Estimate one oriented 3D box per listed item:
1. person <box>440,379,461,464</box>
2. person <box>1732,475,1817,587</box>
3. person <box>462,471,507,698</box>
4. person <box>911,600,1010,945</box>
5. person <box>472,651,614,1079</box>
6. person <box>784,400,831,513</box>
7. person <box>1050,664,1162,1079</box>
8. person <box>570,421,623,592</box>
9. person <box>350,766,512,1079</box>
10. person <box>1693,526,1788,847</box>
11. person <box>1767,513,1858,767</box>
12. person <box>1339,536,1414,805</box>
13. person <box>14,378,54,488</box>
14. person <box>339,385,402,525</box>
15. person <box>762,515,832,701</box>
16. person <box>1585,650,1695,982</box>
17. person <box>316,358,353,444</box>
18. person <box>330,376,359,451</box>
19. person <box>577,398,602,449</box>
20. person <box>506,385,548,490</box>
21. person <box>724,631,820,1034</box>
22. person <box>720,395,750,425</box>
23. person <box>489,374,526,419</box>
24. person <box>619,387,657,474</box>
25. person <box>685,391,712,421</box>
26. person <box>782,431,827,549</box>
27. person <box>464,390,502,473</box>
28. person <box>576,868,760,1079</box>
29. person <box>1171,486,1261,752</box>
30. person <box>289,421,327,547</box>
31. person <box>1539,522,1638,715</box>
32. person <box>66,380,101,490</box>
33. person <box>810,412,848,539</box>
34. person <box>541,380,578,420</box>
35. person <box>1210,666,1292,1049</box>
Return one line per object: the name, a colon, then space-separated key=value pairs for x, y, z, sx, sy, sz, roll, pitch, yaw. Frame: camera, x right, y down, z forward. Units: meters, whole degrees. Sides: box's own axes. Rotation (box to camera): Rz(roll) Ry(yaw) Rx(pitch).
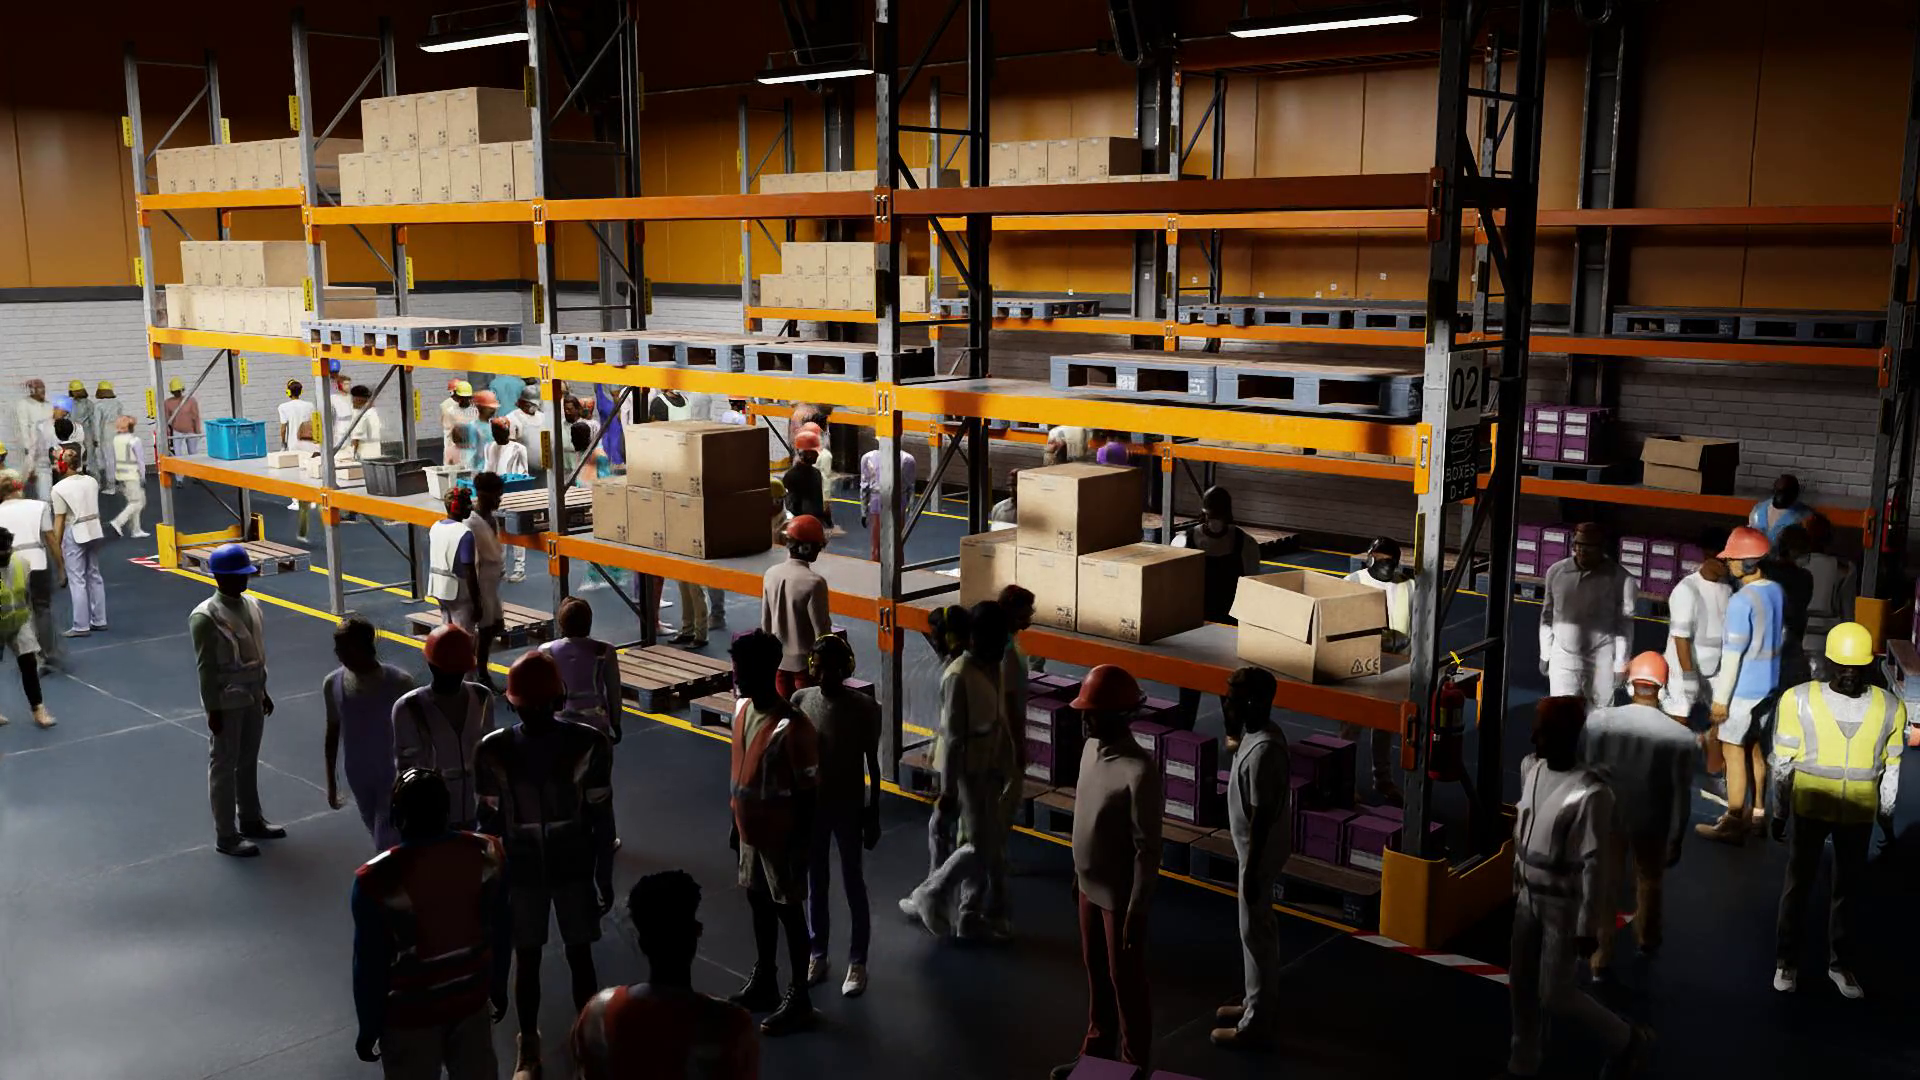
person: x=-7.714 y=-1.599 z=25.539 sx=0.338 sy=1.752 sz=0.564 roll=4 pitch=11 yaw=22
person: x=7.119 y=0.310 z=14.647 sx=0.957 sy=1.776 sz=0.665 roll=-5 pitch=11 yaw=-27
person: x=-4.049 y=0.373 z=13.901 sx=0.610 sy=1.930 sz=0.687 roll=1 pitch=10 yaw=6
person: x=0.063 y=1.255 z=8.994 sx=0.460 sy=1.897 sz=0.622 roll=4 pitch=11 yaw=22
person: x=-1.832 y=1.478 z=7.376 sx=0.601 sy=2.036 sz=0.404 roll=-2 pitch=10 yaw=-9
person: x=-2.173 y=-1.156 z=22.789 sx=0.830 sy=1.852 sz=0.675 roll=2 pitch=10 yaw=12
person: x=0.654 y=1.513 z=7.266 sx=0.382 sy=1.995 sz=0.612 roll=-4 pitch=11 yaw=-23
person: x=-4.033 y=-0.367 z=18.234 sx=0.762 sy=1.872 sz=0.606 roll=-7 pitch=12 yaw=-36
person: x=-2.005 y=1.757 z=6.321 sx=0.634 sy=1.841 sz=0.429 roll=-9 pitch=14 yaw=-42
person: x=4.951 y=0.919 z=10.531 sx=0.613 sy=2.034 sz=0.411 roll=-9 pitch=13 yaw=-40
person: x=6.088 y=0.740 z=11.945 sx=0.574 sy=1.886 sz=0.356 roll=4 pitch=11 yaw=21
person: x=2.828 y=0.882 z=11.288 sx=0.621 sy=1.837 sz=0.429 roll=-3 pitch=10 yaw=-17
person: x=-13.413 y=-1.409 z=24.121 sx=0.877 sy=1.881 sz=0.632 roll=4 pitch=11 yaw=21
person: x=-8.028 y=-1.143 z=22.514 sx=1.011 sy=1.920 sz=0.617 roll=0 pitch=10 yaw=1
person: x=-1.064 y=0.815 z=11.237 sx=0.623 sy=1.983 sz=0.401 roll=9 pitch=14 yaw=42
person: x=3.492 y=1.422 z=8.613 sx=0.540 sy=1.709 sz=0.867 roll=6 pitch=12 yaw=29
person: x=-10.241 y=-2.007 z=27.298 sx=0.605 sy=1.948 sz=0.384 roll=-4 pitch=11 yaw=-23
person: x=-9.497 y=-1.640 z=25.647 sx=0.967 sy=1.808 sz=0.577 roll=4 pitch=11 yaw=23
person: x=-4.679 y=-0.860 z=21.003 sx=0.356 sy=1.882 sz=0.573 roll=-1 pitch=10 yaw=-7
person: x=-5.434 y=-0.963 z=21.137 sx=0.536 sy=2.000 sz=0.672 roll=7 pitch=12 yaw=34
person: x=-0.924 y=1.392 z=8.031 sx=0.362 sy=1.962 sz=0.614 roll=-9 pitch=13 yaw=-40
person: x=-2.944 y=-1.070 z=22.030 sx=0.376 sy=1.935 sz=0.550 roll=-8 pitch=13 yaw=-38
person: x=-7.421 y=-2.038 z=27.394 sx=0.648 sy=1.970 sz=0.518 roll=-3 pitch=10 yaw=-16
person: x=-4.903 y=-1.682 z=25.495 sx=0.628 sy=1.939 sz=0.373 roll=-9 pitch=13 yaw=-41
person: x=-3.933 y=-1.548 z=24.825 sx=0.610 sy=1.919 sz=0.623 roll=5 pitch=11 yaw=25
person: x=-1.496 y=-0.070 z=16.214 sx=0.376 sy=1.995 sz=0.611 roll=4 pitch=11 yaw=23
person: x=-5.775 y=-0.828 z=20.404 sx=0.442 sy=2.024 sz=0.620 roll=3 pitch=10 yaw=16
person: x=-0.860 y=1.952 z=4.955 sx=0.644 sy=1.935 sz=0.686 roll=5 pitch=11 yaw=25
person: x=1.888 y=0.584 z=12.387 sx=0.683 sy=2.000 sz=0.536 roll=1 pitch=10 yaw=7
person: x=-8.177 y=-0.708 z=20.989 sx=0.511 sy=1.586 sz=0.860 roll=-7 pitch=12 yaw=-34
person: x=4.310 y=0.813 z=11.502 sx=0.644 sy=1.900 sz=0.399 roll=9 pitch=14 yaw=42
person: x=-13.550 y=-1.606 z=25.649 sx=0.489 sy=1.737 sz=0.322 roll=2 pitch=10 yaw=11
person: x=-1.767 y=-0.796 z=21.259 sx=0.811 sy=1.663 sz=0.555 roll=-2 pitch=10 yaw=-8
person: x=-5.480 y=-1.238 z=22.978 sx=0.635 sy=1.937 sz=0.353 roll=5 pitch=11 yaw=28
person: x=1.390 y=1.488 z=7.859 sx=0.348 sy=1.839 sz=0.504 roll=2 pitch=10 yaw=12
